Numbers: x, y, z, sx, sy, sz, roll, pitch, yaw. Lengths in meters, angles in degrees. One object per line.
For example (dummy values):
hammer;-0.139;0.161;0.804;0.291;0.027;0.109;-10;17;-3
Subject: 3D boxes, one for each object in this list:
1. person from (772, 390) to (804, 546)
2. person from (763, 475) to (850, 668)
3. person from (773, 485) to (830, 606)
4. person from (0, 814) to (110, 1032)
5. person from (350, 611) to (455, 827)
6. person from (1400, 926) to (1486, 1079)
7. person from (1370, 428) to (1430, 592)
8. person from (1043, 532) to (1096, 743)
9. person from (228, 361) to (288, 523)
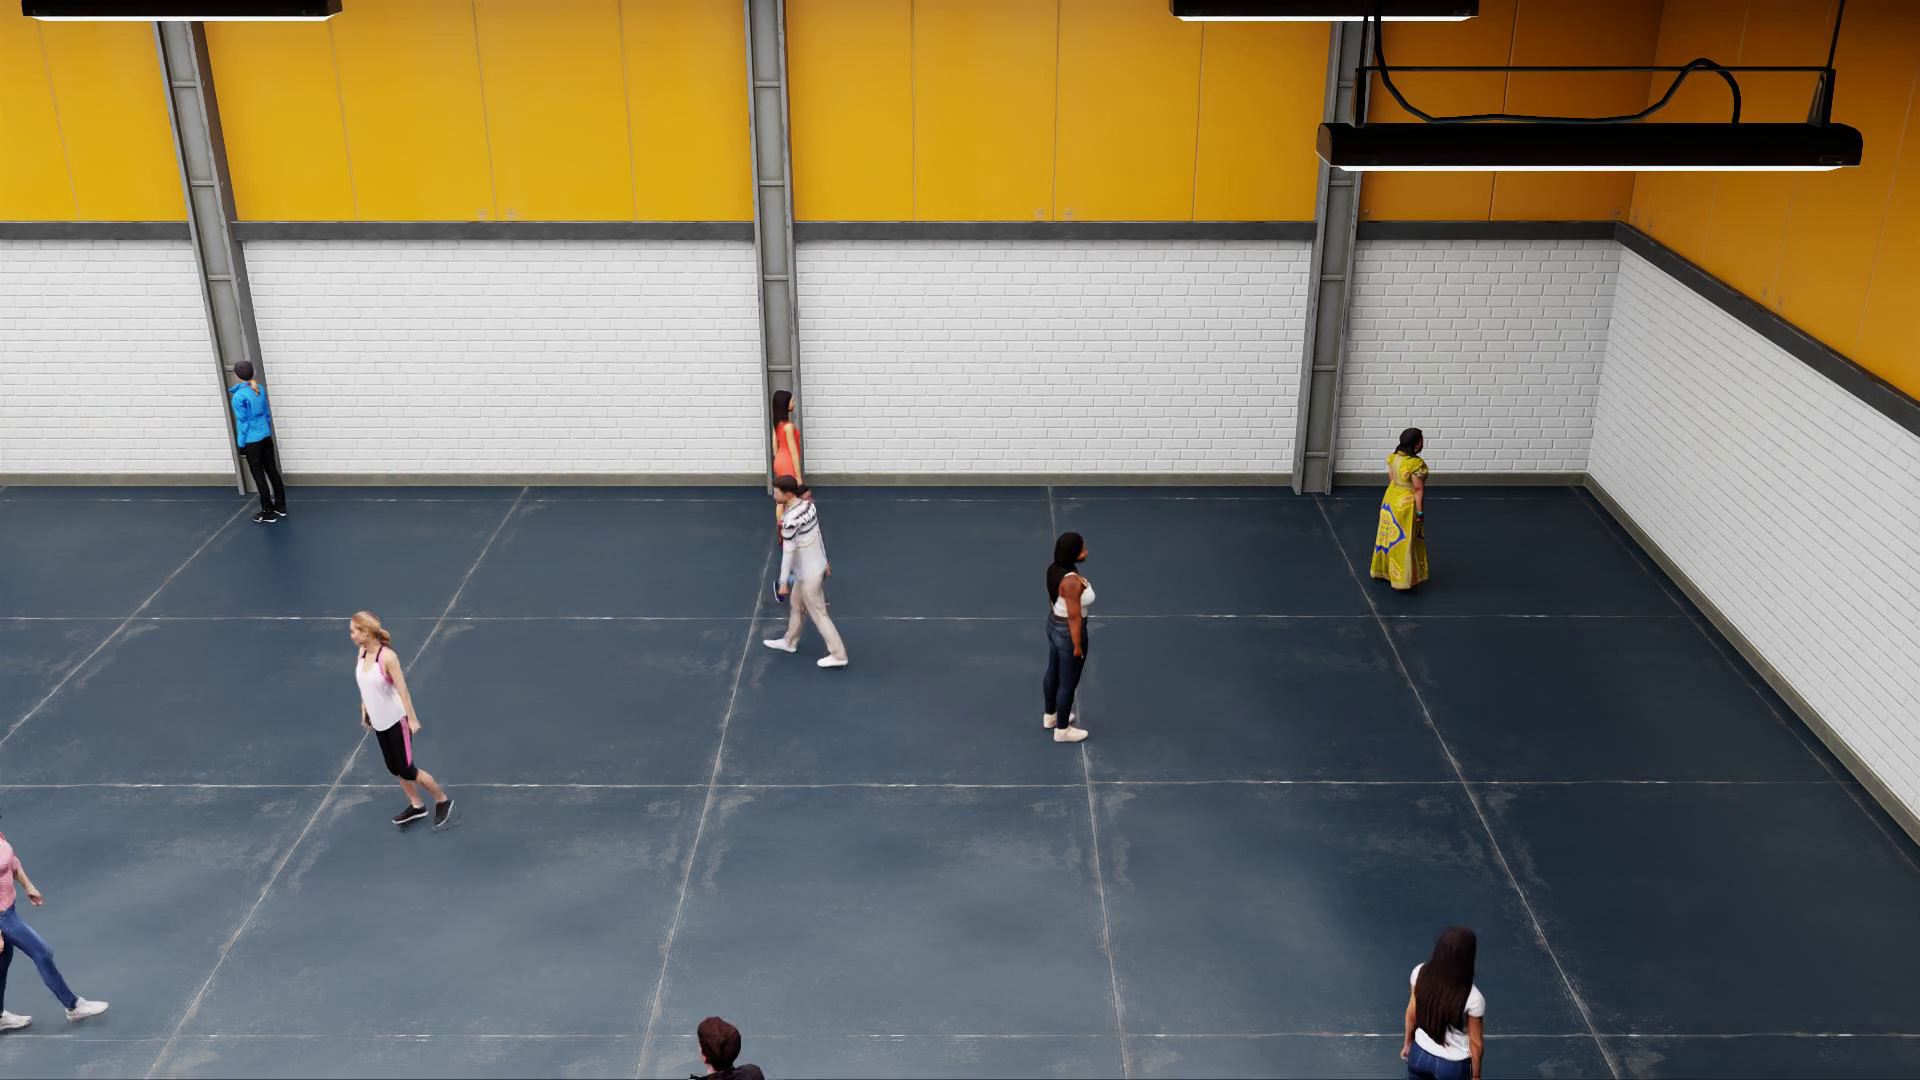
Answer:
person;-1.789;-0.729;17.214;0.692;1.718;0.675;-14;27;-28
person;-1.262;0.285;14.762;1.142;1.825;0.846;7;25;16
person;-1.553;0.069;15.984;0.825;1.241;0.658;8;25;18
person;-5.994;2.314;10.250;1.031;1.721;0.813;-9;25;-20
person;-4.196;1.351;12.406;0.849;1.758;0.938;11;26;23
person;2.576;2.841;8.978;0.759;1.774;0.710;-18;29;-35
person;4.368;-0.323;16.358;0.951;1.660;0.973;-10;25;-22
person;0.862;0.778;13.655;0.692;1.807;0.708;-7;25;-15
person;-7.562;-1.067;17.890;0.642;1.797;0.682;9;25;19
